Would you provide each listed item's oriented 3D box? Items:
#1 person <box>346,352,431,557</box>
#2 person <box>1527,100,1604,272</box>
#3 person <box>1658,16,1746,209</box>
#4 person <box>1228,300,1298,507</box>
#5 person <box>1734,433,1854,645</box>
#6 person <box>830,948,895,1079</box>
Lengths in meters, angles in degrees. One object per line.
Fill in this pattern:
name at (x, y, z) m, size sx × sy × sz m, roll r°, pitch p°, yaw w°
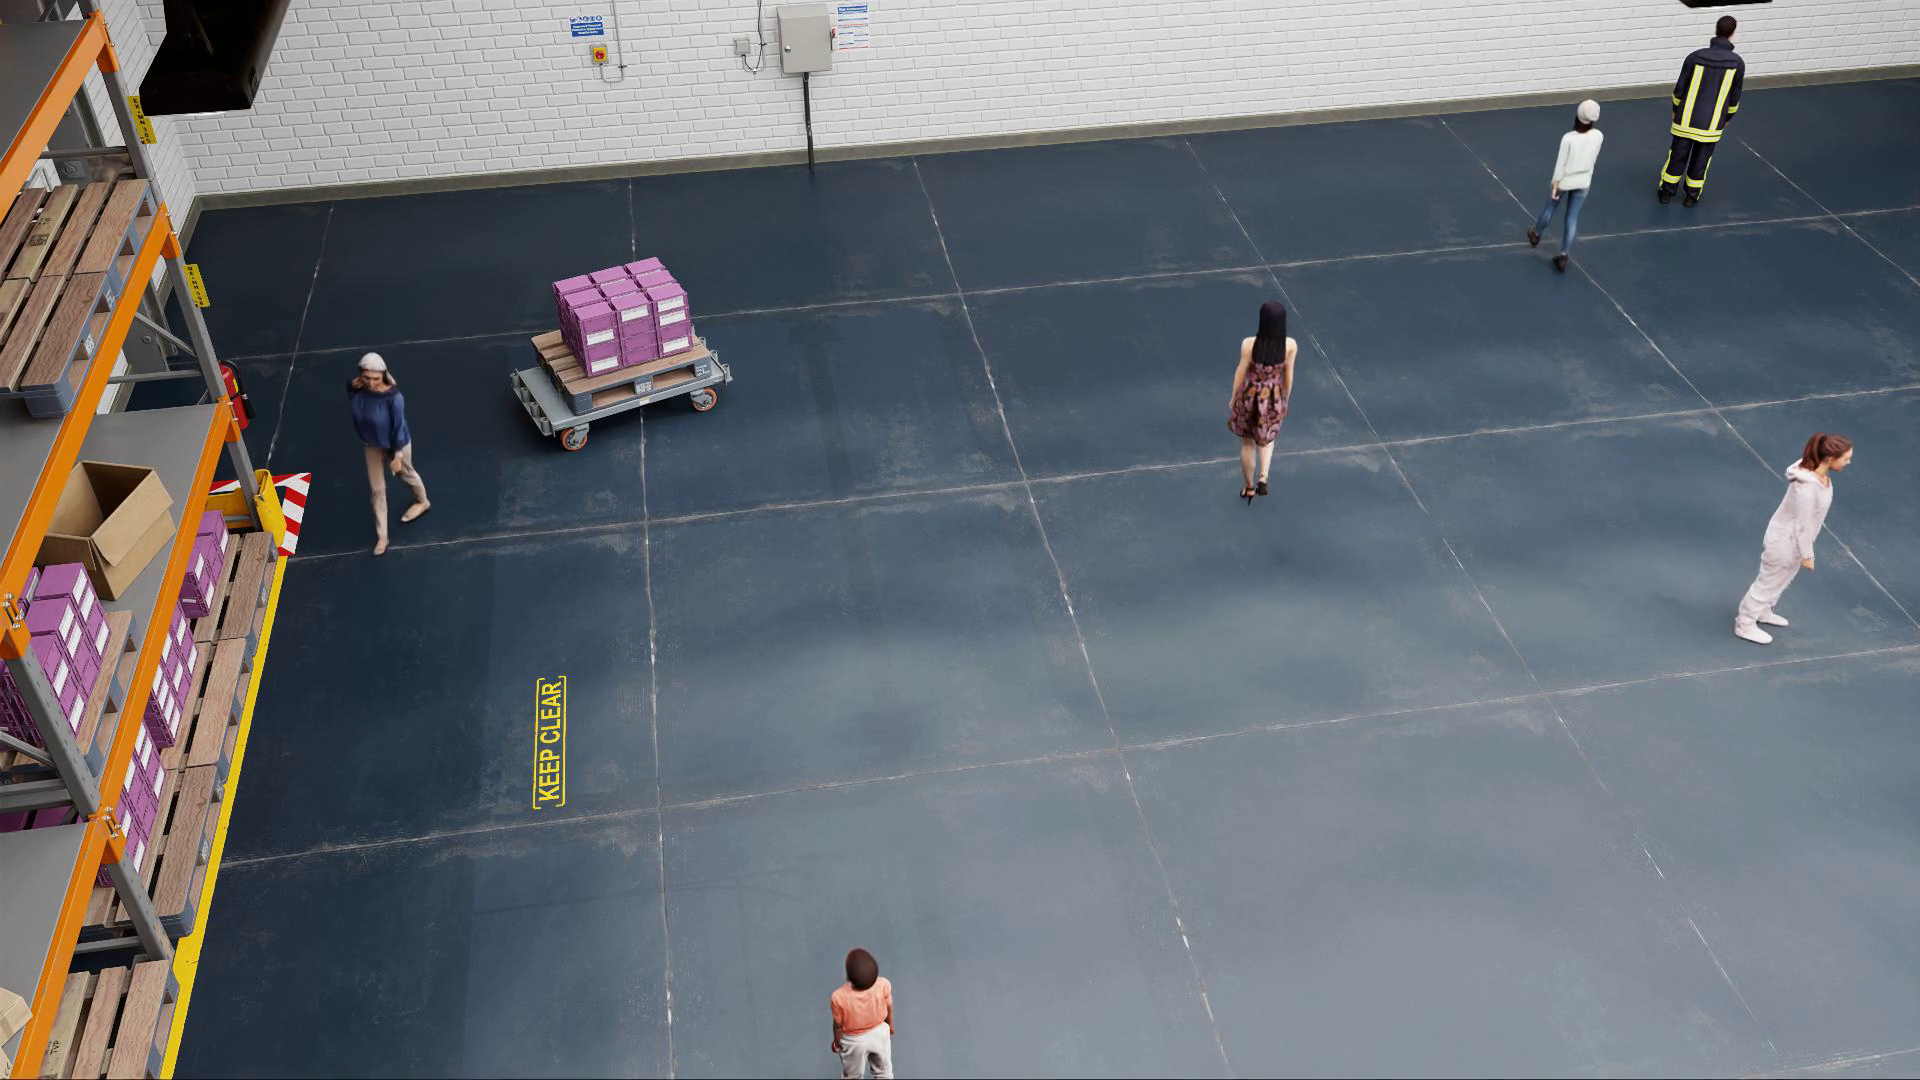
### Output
person at (-4.215, -0.739, 12.301) m, size 0.922 × 1.639 × 1.113 m, roll 14°, pitch 41°, yaw 17°
person at (5.743, -3.295, 15.524) m, size 0.663 × 1.612 × 1.001 m, roll -2°, pitch 39°, yaw -3°
person at (7.337, -4.228, 16.443) m, size 0.894 × 1.922 × 0.893 m, roll 14°, pitch 41°, yaw 17°
person at (2.275, -0.965, 12.486) m, size 0.642 × 1.762 × 0.697 m, roll -4°, pitch 39°, yaw -5°
person at (5.626, -0.030, 11.377) m, size 0.816 × 1.684 × 0.741 m, roll 19°, pitch 42°, yaw 22°
person at (-0.490, 2.523, 8.481) m, size 0.514 × 1.308 × 0.523 m, roll -13°, pitch 40°, yaw -15°
